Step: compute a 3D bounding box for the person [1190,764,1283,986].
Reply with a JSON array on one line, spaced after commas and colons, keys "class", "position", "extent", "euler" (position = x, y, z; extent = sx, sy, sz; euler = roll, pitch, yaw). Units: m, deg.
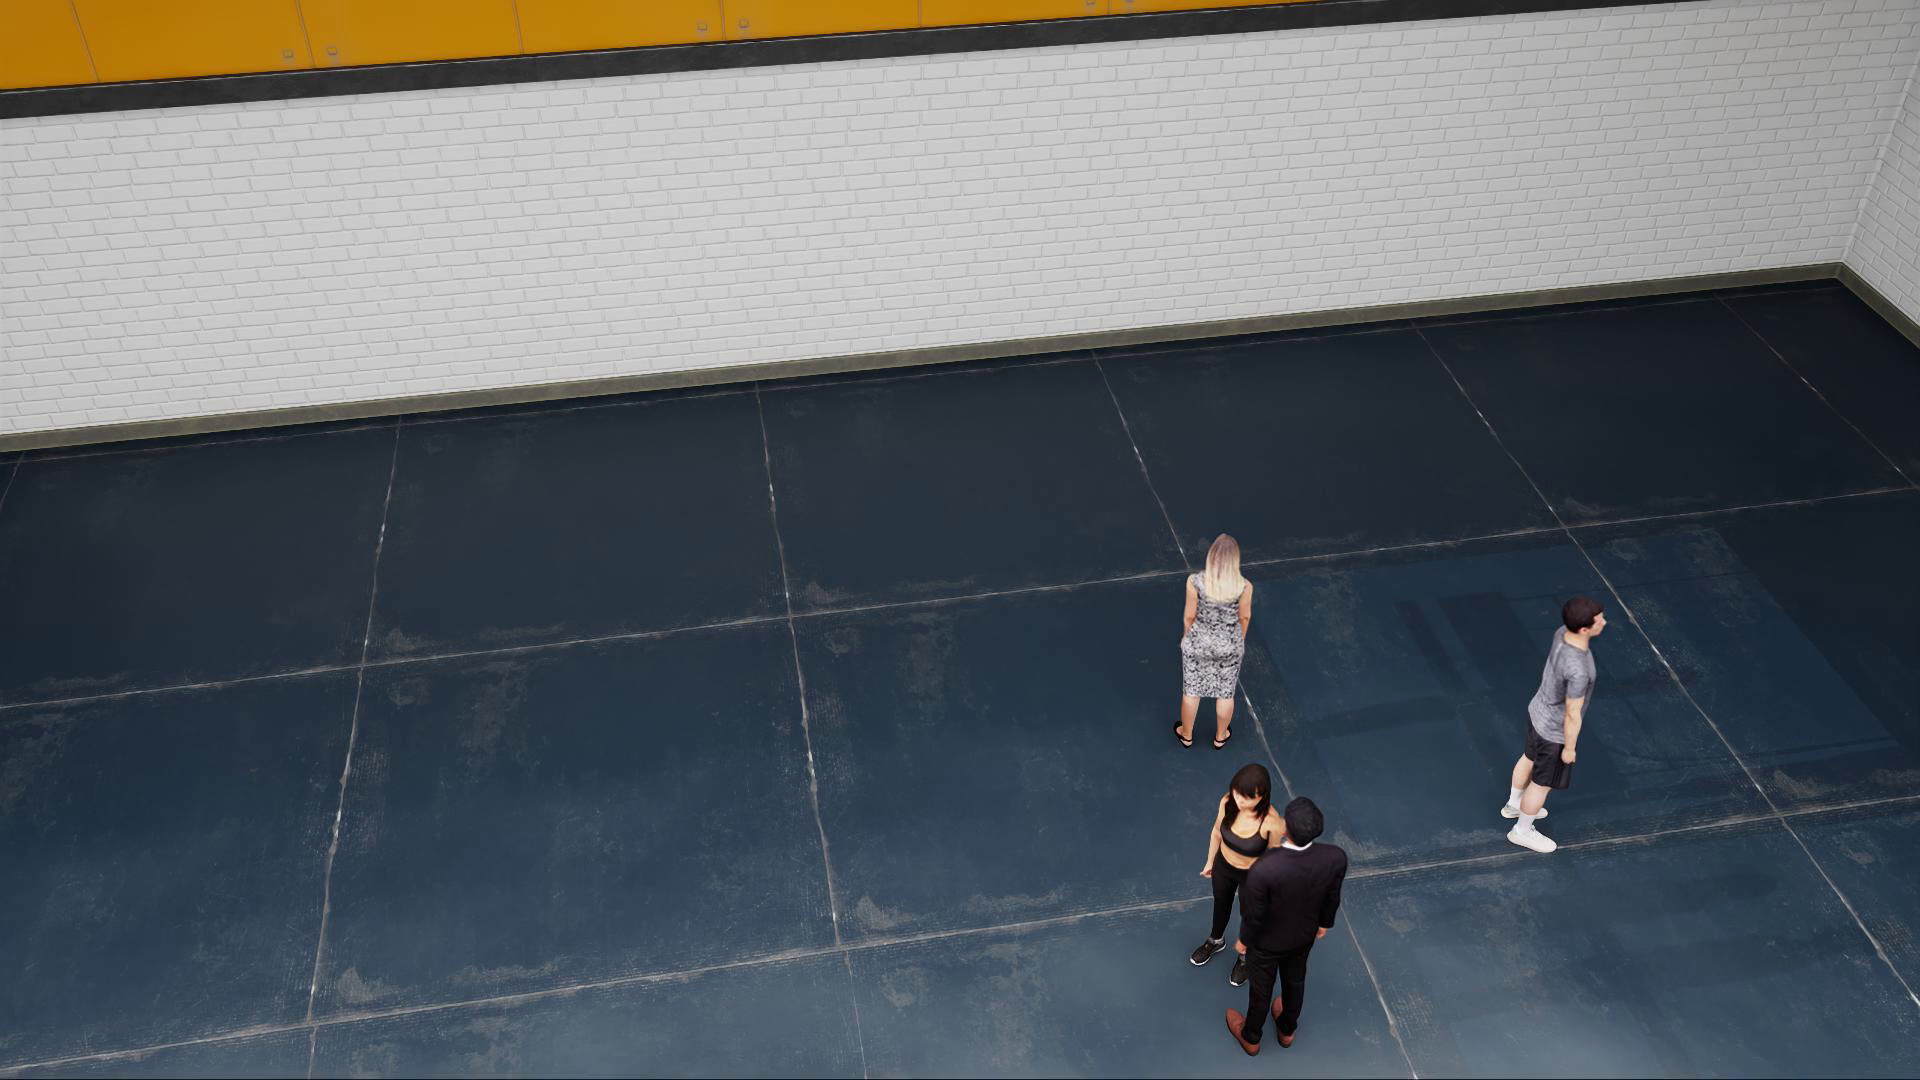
[{"class": "person", "position": [1.557, 1.815, 9.149], "extent": [0.633, 1.642, 0.697], "euler": [24, 45, 27]}]

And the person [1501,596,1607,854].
[{"class": "person", "position": [3.530, 1.069, 9.898], "extent": [0.774, 1.871, 0.595], "euler": [4, 39, 5]}]

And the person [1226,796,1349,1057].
[{"class": "person", "position": [1.690, 2.031, 8.685], "extent": [0.716, 1.884, 0.579], "euler": [-10, 40, -12]}]

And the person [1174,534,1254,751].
[{"class": "person", "position": [1.601, 0.670, 10.532], "extent": [0.622, 1.706, 0.597], "euler": [5, 39, 7]}]
